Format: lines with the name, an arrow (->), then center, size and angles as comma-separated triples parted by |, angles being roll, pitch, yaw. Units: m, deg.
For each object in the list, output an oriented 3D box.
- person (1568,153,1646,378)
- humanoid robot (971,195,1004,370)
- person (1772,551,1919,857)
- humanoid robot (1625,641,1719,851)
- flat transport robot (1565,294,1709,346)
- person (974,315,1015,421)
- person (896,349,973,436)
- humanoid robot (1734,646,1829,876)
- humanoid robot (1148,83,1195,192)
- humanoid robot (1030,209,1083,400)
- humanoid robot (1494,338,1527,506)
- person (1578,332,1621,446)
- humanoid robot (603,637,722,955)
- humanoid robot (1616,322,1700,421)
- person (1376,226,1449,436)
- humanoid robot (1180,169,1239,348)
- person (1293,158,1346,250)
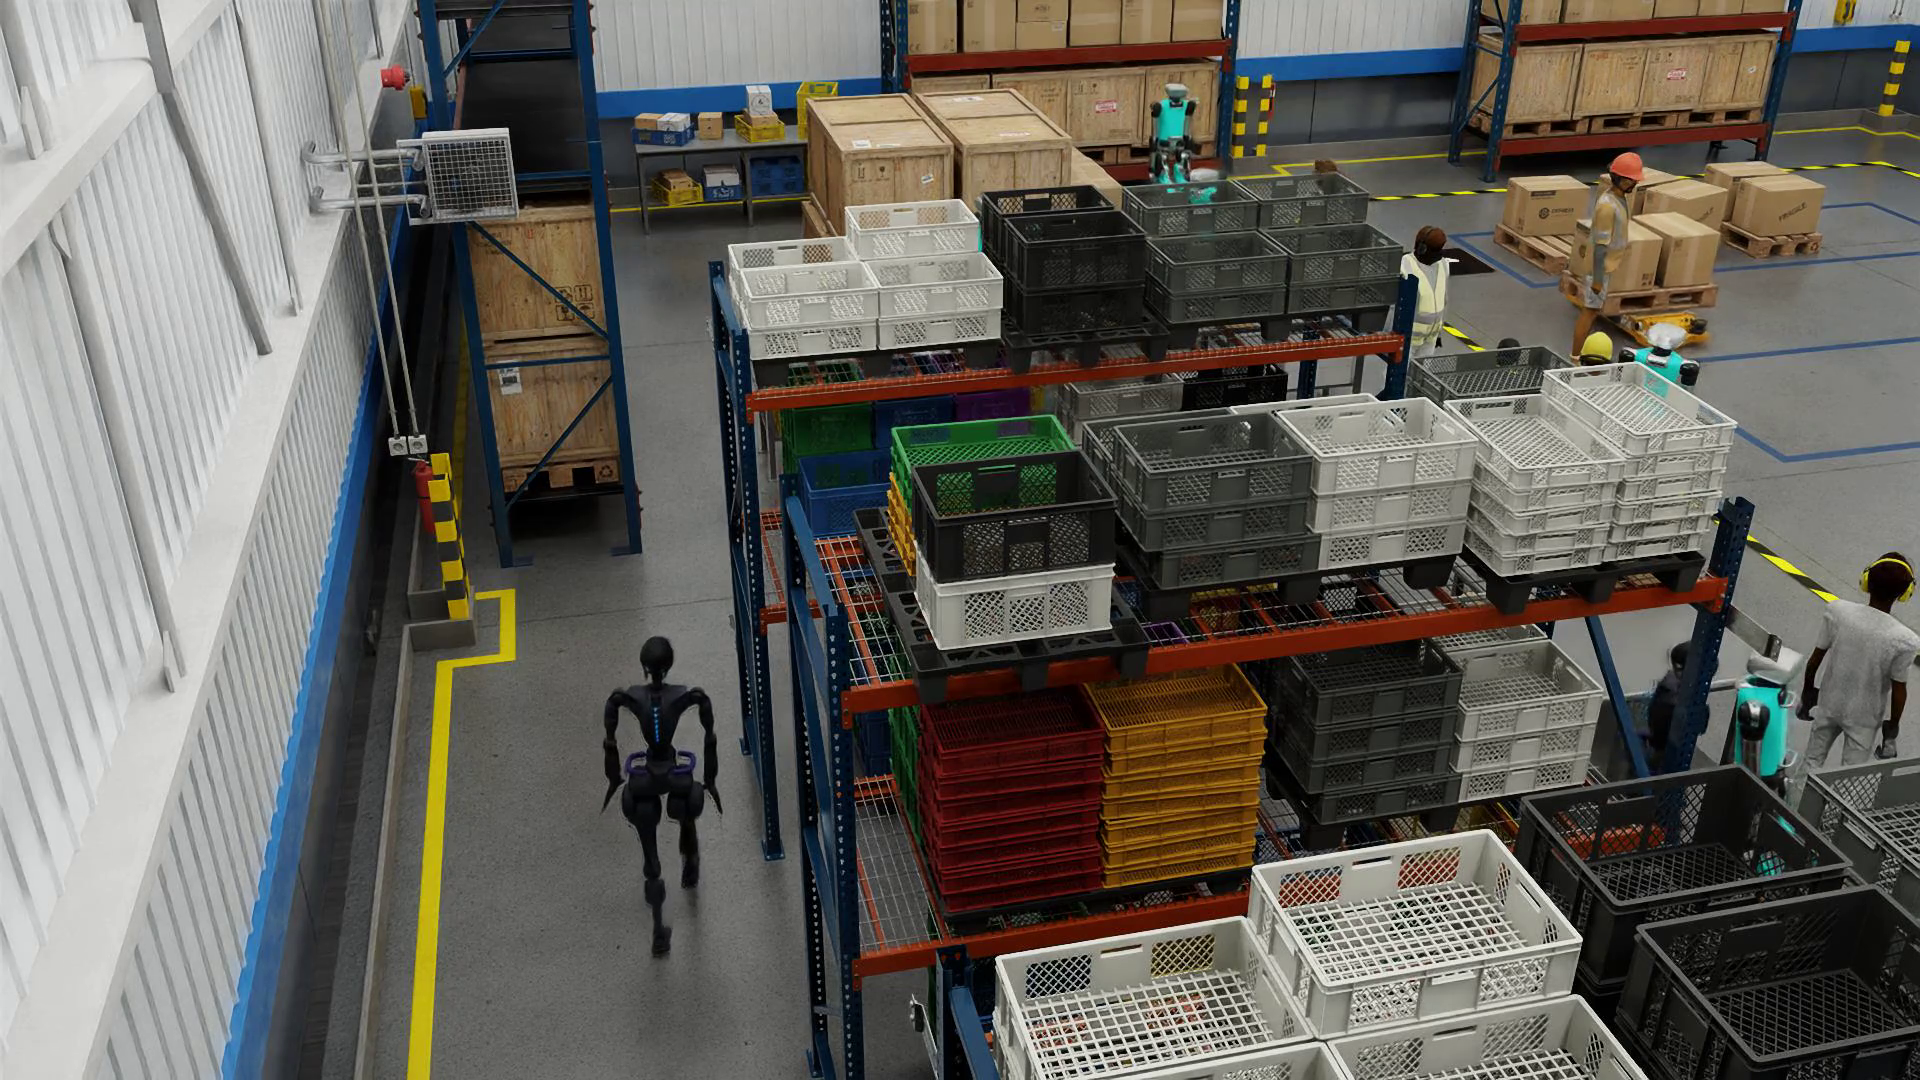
person -> 5.733, -2.425, 14.749 | 0.380, 2.039, 0.613 | 14, 31, 25
humanoid robot -> 0.092, -2.065, 14.388 | 0.679, 1.805, 0.541 | -14, 31, -24
person -> 4.611, 0.902, 8.612 | 0.318, 1.875, 0.526 | -19, 33, -32
humanoid robot -> 3.492, 1.198, 8.263 | 0.347, 1.653, 0.612 | 4, 28, 8
flat transport robot -> 6.626, -2.258, 16.301 | 0.652, 0.197, 1.431 | -6, 28, -12
person -> 0.223, -1.213, 12.690 | 0.916, 1.811, 0.535 | -11, 30, -19
person -> -0.151, -0.925, 12.086 | 0.962, 1.870, 0.601 | 8, 29, 14
humanoid robot -> 3.966, 1.380, 7.898 | 0.820, 1.796, 0.541 | 16, 32, 28
humanoid robot -> 2.388, -3.958, 18.103 | 0.552, 1.896, 0.769 | -11, 30, -20
humanoid robot -> 0.985, -1.985, 14.309 | 0.806, 1.811, 0.530 | -7, 29, -14
humanoid robot -> 3.766, -0.633, 11.722 | 0.599, 1.656, 0.315 | -1, 28, -2
person -> 4.296, -0.600, 11.578 | 0.532, 1.766, 0.324 | 5, 28, 10
humanoid robot -> -1.499, 1.209, 8.296 | 0.592, 1.630, 0.784 | -3, 28, -5
humanoid robot -> 4.903, -0.785, 11.821 | 0.533, 1.673, 0.735 | 17, 32, 29
person -> 3.697, -1.664, 13.532 | 0.628, 1.835, 0.429 | -15, 31, -26
humanoid robot -> 2.440, -2.629, 15.469 | 1.040, 1.726, 0.597 | -18, 33, -31
person -> 3.315, -2.634, 15.400 | 0.511, 1.811, 0.941 | -16, 32, -28
